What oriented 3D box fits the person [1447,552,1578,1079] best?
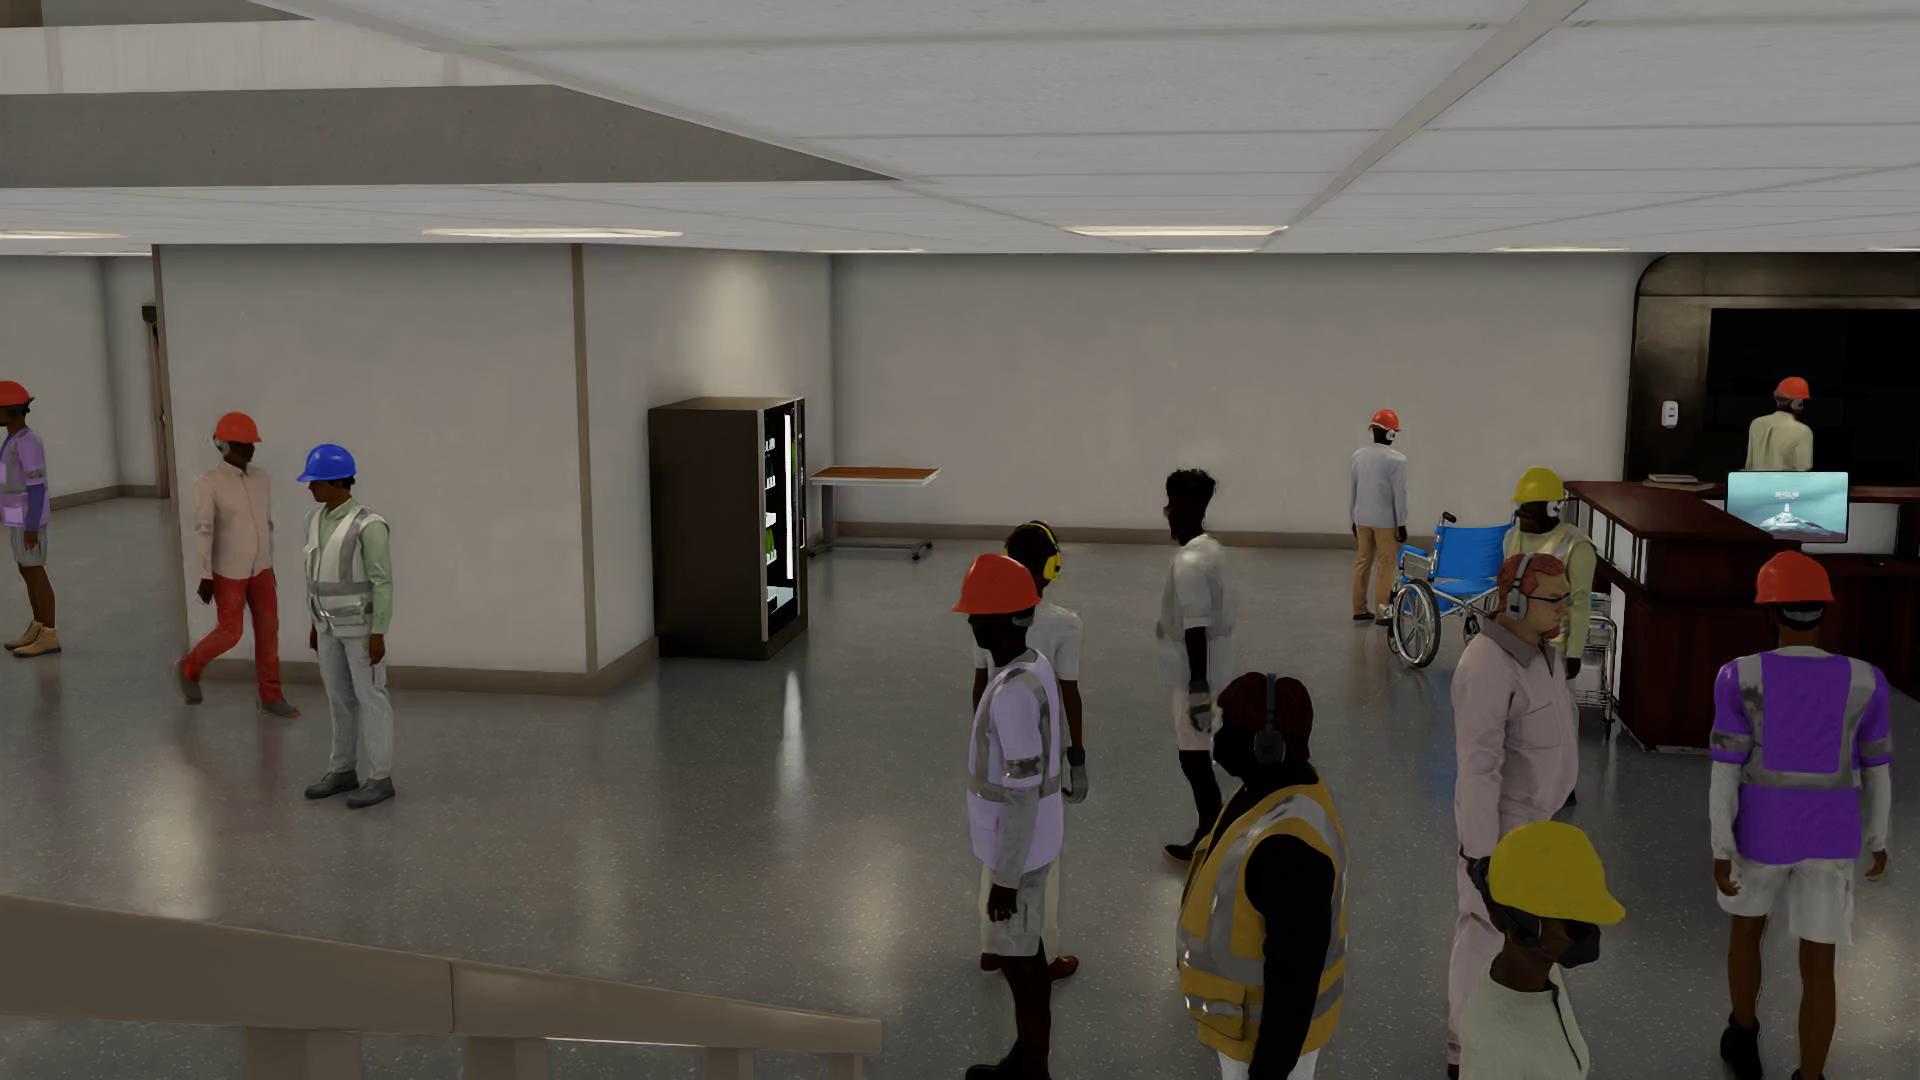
[{"bbox_3d":[1.924,0.975,5.777,0.399,1.900,0.648,6,11,33],"label":"person"}]

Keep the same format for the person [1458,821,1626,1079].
[{"bbox_3d":[1.144,1.423,3.408,0.329,1.767,0.528,5,10,27],"label":"person"}]

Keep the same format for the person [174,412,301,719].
[{"bbox_3d":[-4.627,0.164,10.555,0.769,1.974,0.629,4,10,21],"label":"person"}]

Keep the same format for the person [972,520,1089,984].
[{"bbox_3d":[0.281,0.851,6.661,0.513,1.860,0.312,6,11,31],"label":"person"}]

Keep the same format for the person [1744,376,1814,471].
[{"bbox_3d":[6.779,-0.372,13.822,0.492,1.977,0.650,-4,10,-22],"label":"person"}]

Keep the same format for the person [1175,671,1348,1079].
[{"bbox_3d":[0.769,1.241,4.308,0.429,1.843,0.629,1,9,4],"label":"person"}]

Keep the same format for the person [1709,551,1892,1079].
[{"bbox_3d":[2.844,0.989,5.656,0.602,1.893,0.822,3,10,19],"label":"person"}]

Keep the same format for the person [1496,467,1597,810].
[{"bbox_3d":[3.077,0.517,8.841,0.411,1.825,0.598,-4,10,-26],"label":"person"}]

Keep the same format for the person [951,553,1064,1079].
[{"bbox_3d":[0.152,1.001,5.496,0.375,1.934,0.548,1,9,6],"label":"person"}]

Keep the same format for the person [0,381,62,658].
[{"bbox_3d":[-6.941,-0.155,12.291,0.378,2.041,0.615,-7,12,-38],"label":"person"}]

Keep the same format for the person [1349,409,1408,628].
[{"bbox_3d":[3.374,-0.178,13.349,0.360,1.742,0.566,-6,11,-34],"label":"person"}]

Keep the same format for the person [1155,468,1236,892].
[{"bbox_3d":[1.106,0.645,7.727,0.419,1.928,0.772,2,9,13],"label":"person"}]

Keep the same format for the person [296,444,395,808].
[{"bbox_3d":[-3.264,0.451,8.858,0.605,1.944,0.402,6,11,32],"label":"person"}]
